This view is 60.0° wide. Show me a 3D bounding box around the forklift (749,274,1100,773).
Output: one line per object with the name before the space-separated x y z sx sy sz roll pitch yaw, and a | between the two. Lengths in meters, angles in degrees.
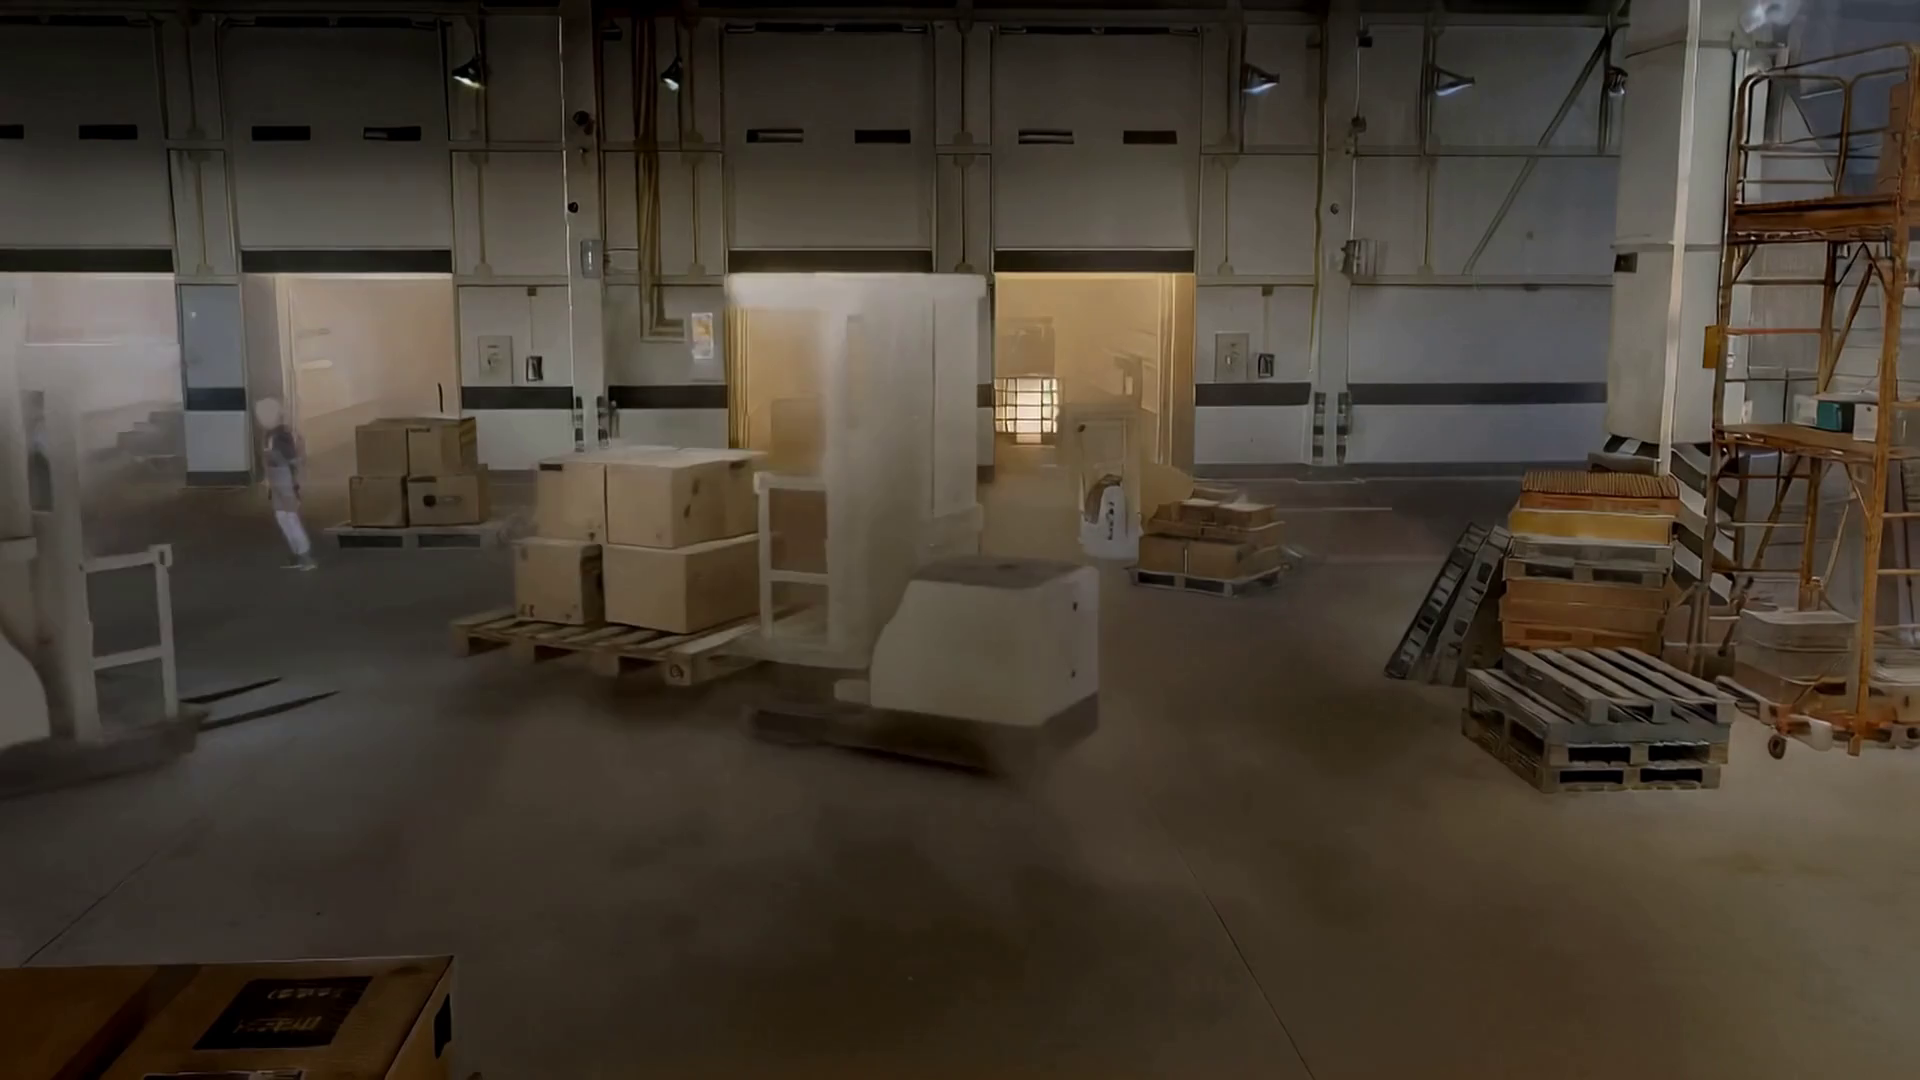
forklift | -0.186 -0.184 9.900 1.873 2.768 1.129 5 10 27

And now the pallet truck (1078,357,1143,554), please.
pallet truck | 2.088 -0.836 16.757 1.885 1.965 0.823 2 9 13

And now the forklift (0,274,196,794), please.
forklift | -5.454 -0.050 9.058 1.129 2.768 1.873 6 11 33

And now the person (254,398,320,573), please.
person | -6.425 -0.520 15.817 0.405 1.658 0.599 -7 12 -39

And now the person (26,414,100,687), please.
person | -6.012 0.106 11.075 0.350 1.929 0.627 -2 9 -14
